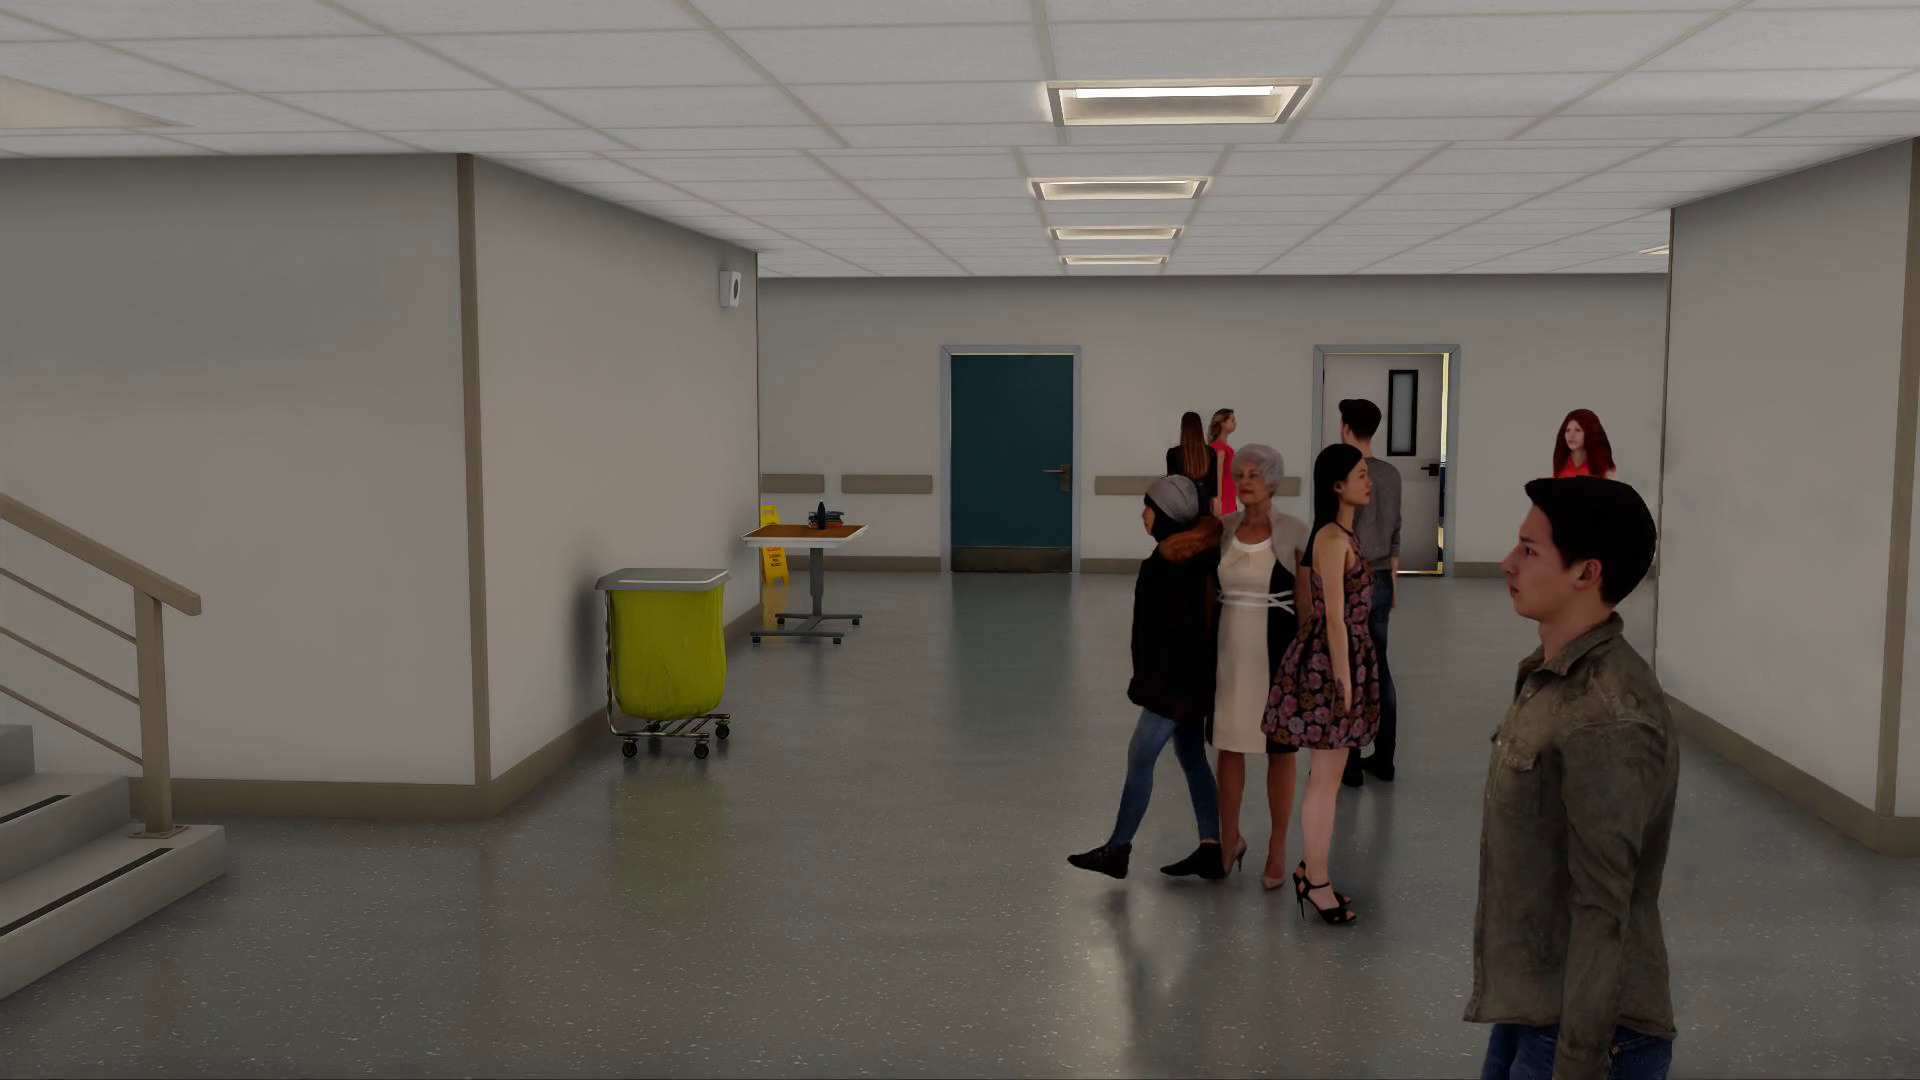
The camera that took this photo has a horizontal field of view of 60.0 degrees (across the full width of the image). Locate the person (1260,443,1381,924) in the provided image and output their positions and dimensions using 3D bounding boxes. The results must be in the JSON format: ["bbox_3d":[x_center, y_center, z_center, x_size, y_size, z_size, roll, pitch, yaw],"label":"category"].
[{"bbox_3d":[1.390,0.527,6.162,0.715,1.773,0.708,1,6,15],"label":"person"}]

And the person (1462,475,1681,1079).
[{"bbox_3d":[1.130,0.821,2.839,0.871,1.854,0.758,1,6,11],"label":"person"}]

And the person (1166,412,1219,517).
[{"bbox_3d":[1.942,-0.222,13.943,0.514,1.707,0.692,-1,6,-5],"label":"person"}]

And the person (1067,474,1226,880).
[{"bbox_3d":[0.929,0.564,6.585,0.865,1.616,0.693,1,6,10],"label":"person"}]

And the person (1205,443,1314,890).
[{"bbox_3d":[1.178,0.492,6.604,0.628,1.754,0.773,3,7,31],"label":"person"}]

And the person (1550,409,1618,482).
[{"bbox_3d":[3.665,0.171,9.665,1.129,1.780,1.068,5,8,40],"label":"person"}]

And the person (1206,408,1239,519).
[{"bbox_3d":[2.223,-0.309,14.776,0.933,1.712,0.680,2,6,16],"label":"person"}]

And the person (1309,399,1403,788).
[{"bbox_3d":[1.977,0.253,8.240,0.728,1.903,0.835,-3,7,-31],"label":"person"}]
